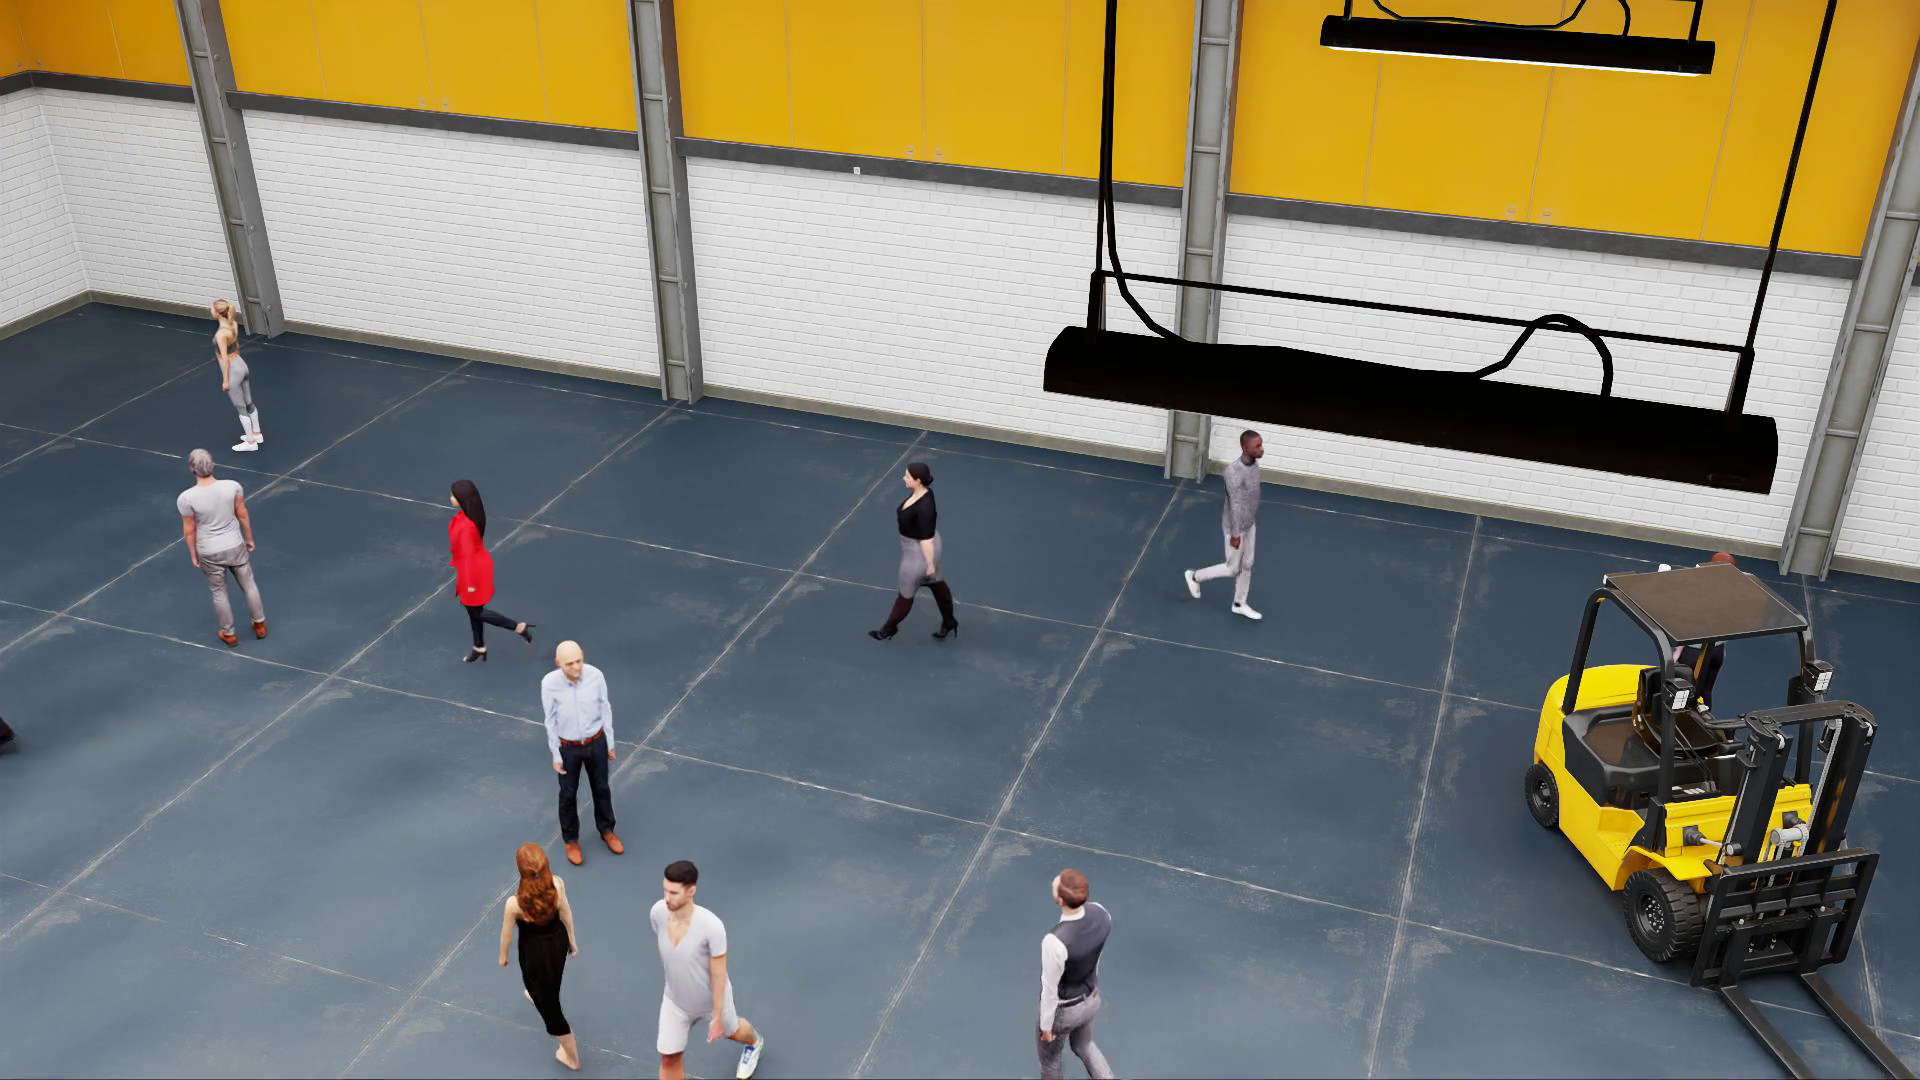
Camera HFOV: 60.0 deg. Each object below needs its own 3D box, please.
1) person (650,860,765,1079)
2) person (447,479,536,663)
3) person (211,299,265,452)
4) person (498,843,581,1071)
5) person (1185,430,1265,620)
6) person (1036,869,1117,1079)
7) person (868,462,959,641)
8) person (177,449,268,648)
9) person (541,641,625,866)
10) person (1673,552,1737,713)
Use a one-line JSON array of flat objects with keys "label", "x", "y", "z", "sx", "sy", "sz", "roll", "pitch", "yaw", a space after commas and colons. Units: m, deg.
[{"label": "person", "x": -1.469, "y": 2.599, "z": 9.748, "sx": 1.183, "sy": 1.813, "sz": 0.826, "roll": 13, "pitch": 31, "yaw": 22}, {"label": "person", "x": -4.011, "y": 0.291, "z": 14.064, "sx": 0.987, "sy": 1.733, "sz": 0.852, "roll": -4, "pitch": 29, "yaw": -7}, {"label": "person", "x": -7.795, "y": -1.786, "z": 17.901, "sx": 0.651, "sy": 1.704, "sz": 0.634, "roll": 0, "pitch": 29, "yaw": 0}, {"label": "person", "x": -2.469, "y": 2.558, "z": 10.048, "sx": 1.034, "sy": 1.598, "sz": 0.791, "roll": 23, "pitch": 36, "yaw": 35}, {"label": "person", "x": 2.404, "y": -0.154, "z": 14.793, "sx": 1.034, "sy": 1.815, "sz": 0.820, "roll": 18, "pitch": 33, "yaw": 29}, {"label": "person", "x": 0.697, "y": 2.684, "z": 9.487, "sx": 0.968, "sy": 1.915, "sz": 1.144, "roll": -23, "pitch": 36, "yaw": -36}, {"label": "person", "x": -0.218, "y": 0.138, "z": 14.359, "sx": 1.133, "sy": 1.718, "sz": 0.919, "roll": -1, "pitch": 29, "yaw": -2}, {"label": "person", "x": -6.371, "y": 0.069, "z": 14.371, "sx": 0.774, "sy": 1.828, "sz": 0.782, "roll": -19, "pitch": 34, "yaw": -31}, {"label": "person", "x": -2.700, "y": 1.477, "z": 11.832, "sx": 0.721, "sy": 1.787, "sz": 0.780, "roll": -13, "pitch": 31, "yaw": -22}, {"label": "person", "x": 5.785, "y": 0.877, "z": 12.978, "sx": 0.620, "sy": 1.743, "sz": 0.733, "roll": -4, "pitch": 29, "yaw": -7}]
